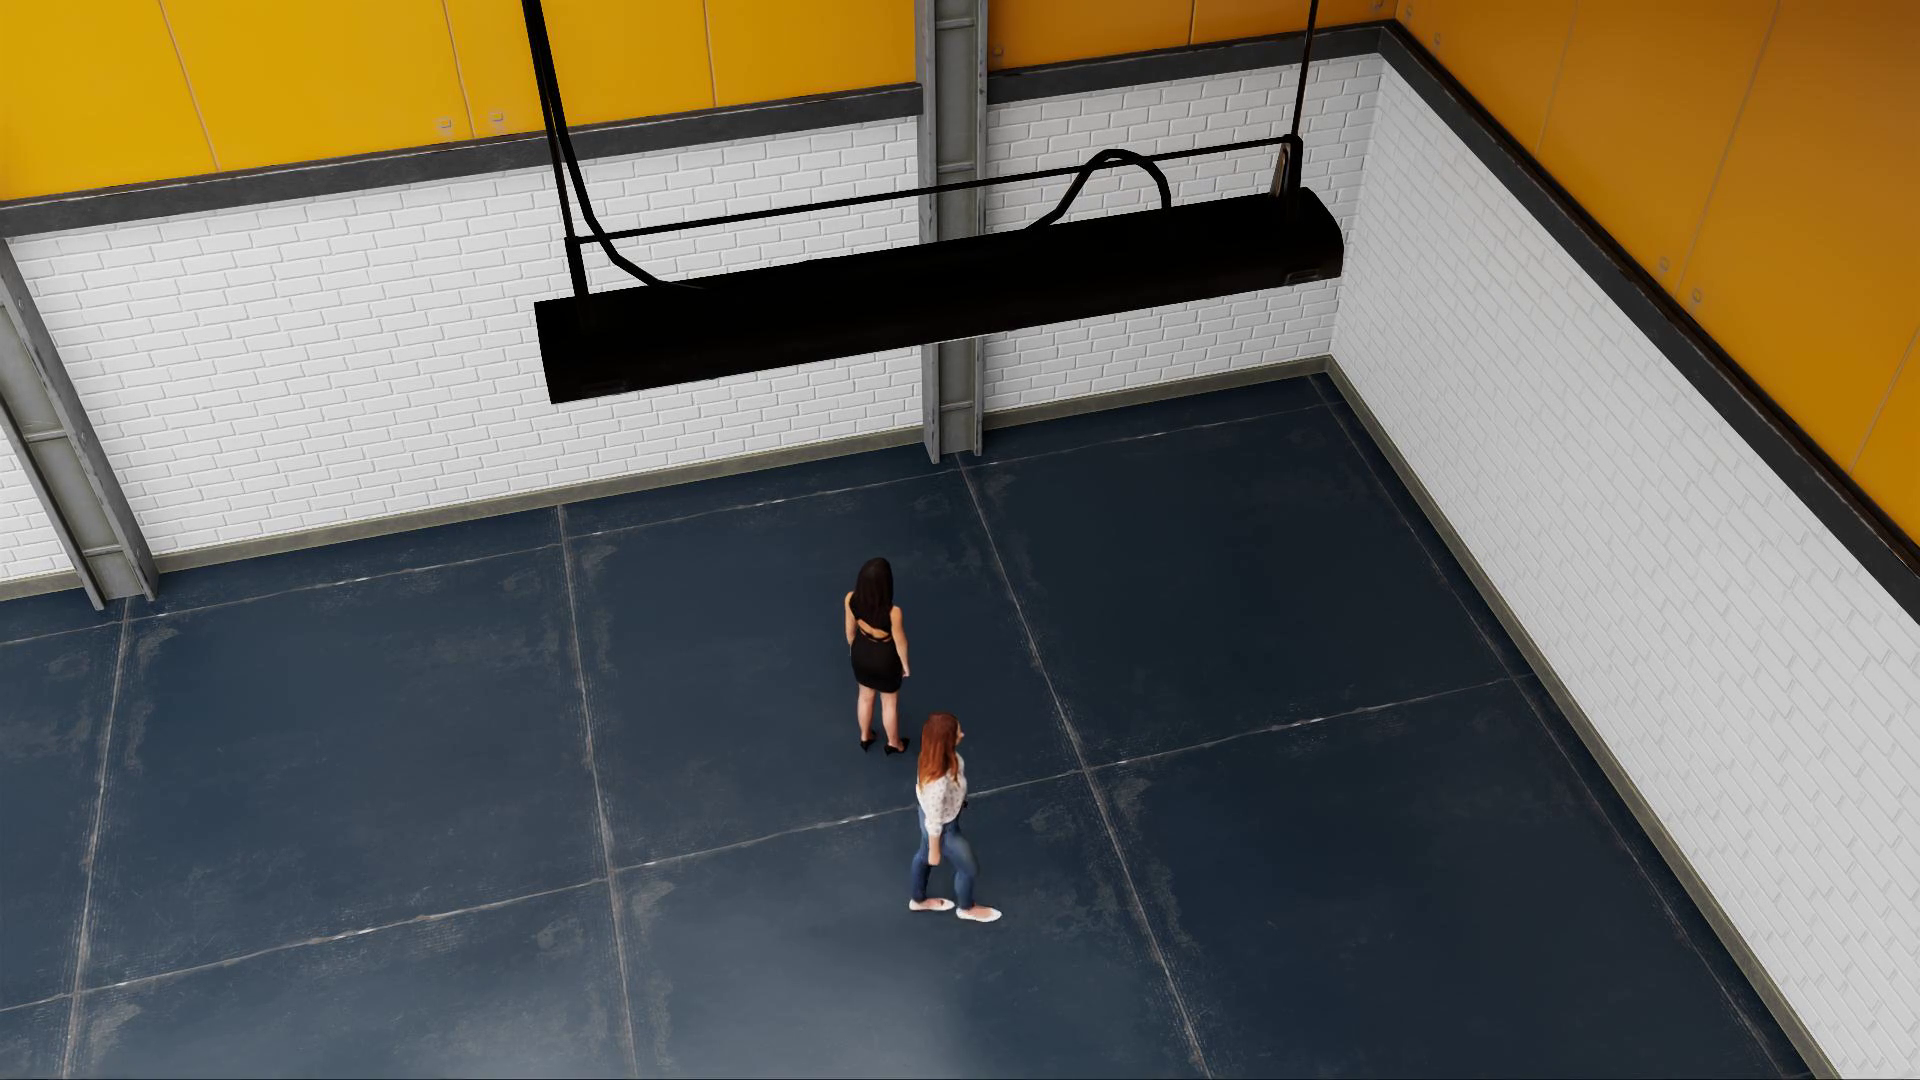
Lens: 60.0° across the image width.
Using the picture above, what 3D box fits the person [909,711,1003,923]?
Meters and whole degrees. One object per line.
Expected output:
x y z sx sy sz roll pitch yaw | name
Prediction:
-0.191 1.551 9.191 0.834 1.714 0.704 -1 44 -1 | person

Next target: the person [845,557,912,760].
-0.509 0.735 10.095 0.601 1.649 0.690 16 46 16 | person
